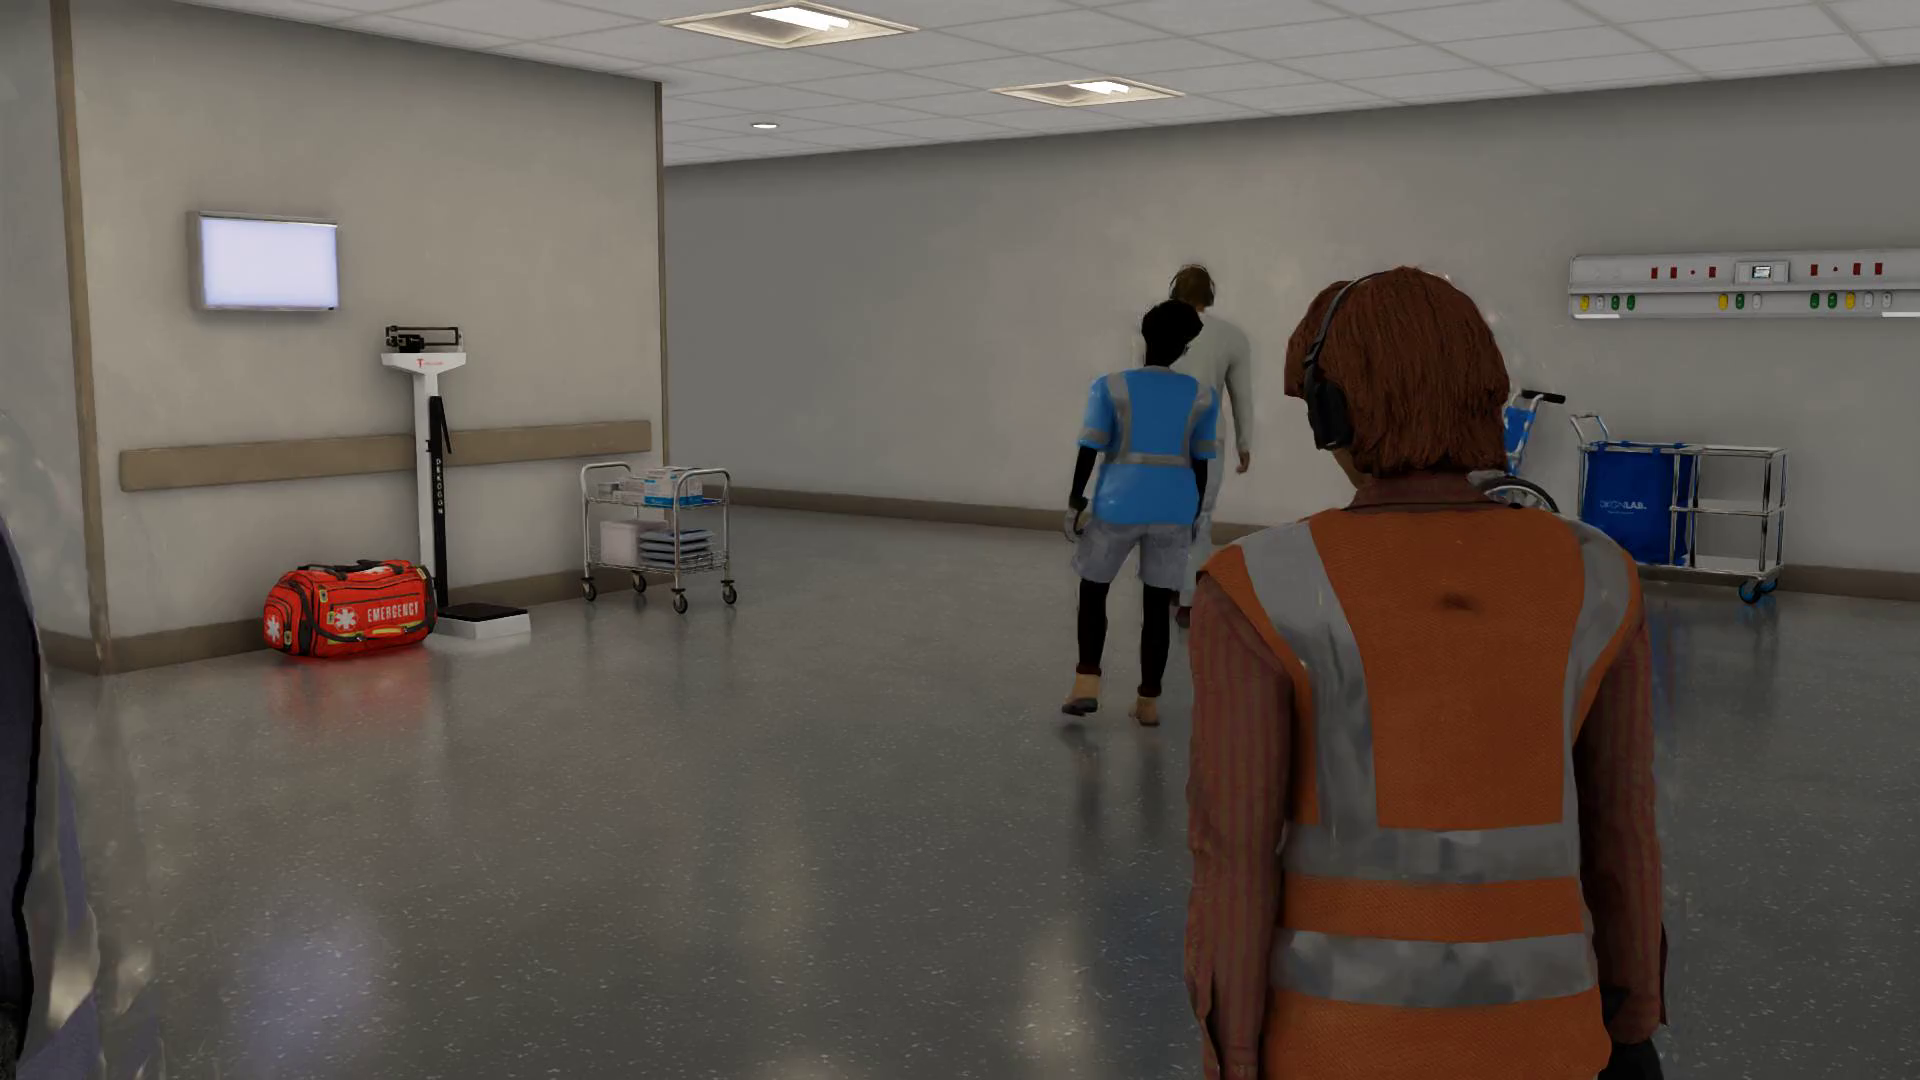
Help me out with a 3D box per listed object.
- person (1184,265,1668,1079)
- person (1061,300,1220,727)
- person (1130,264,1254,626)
[{"bbox_3d":[0.496,0.533,1.614,0.535,1.606,0.724,-1,7,-9],"label":"person"},{"bbox_3d":[0.708,-0.092,6.459,0.607,1.667,0.351,-1,7,-7],"label":"person"},{"bbox_3d":[1.244,-0.520,8.934,0.652,1.884,1.010,2,7,12],"label":"person"}]
